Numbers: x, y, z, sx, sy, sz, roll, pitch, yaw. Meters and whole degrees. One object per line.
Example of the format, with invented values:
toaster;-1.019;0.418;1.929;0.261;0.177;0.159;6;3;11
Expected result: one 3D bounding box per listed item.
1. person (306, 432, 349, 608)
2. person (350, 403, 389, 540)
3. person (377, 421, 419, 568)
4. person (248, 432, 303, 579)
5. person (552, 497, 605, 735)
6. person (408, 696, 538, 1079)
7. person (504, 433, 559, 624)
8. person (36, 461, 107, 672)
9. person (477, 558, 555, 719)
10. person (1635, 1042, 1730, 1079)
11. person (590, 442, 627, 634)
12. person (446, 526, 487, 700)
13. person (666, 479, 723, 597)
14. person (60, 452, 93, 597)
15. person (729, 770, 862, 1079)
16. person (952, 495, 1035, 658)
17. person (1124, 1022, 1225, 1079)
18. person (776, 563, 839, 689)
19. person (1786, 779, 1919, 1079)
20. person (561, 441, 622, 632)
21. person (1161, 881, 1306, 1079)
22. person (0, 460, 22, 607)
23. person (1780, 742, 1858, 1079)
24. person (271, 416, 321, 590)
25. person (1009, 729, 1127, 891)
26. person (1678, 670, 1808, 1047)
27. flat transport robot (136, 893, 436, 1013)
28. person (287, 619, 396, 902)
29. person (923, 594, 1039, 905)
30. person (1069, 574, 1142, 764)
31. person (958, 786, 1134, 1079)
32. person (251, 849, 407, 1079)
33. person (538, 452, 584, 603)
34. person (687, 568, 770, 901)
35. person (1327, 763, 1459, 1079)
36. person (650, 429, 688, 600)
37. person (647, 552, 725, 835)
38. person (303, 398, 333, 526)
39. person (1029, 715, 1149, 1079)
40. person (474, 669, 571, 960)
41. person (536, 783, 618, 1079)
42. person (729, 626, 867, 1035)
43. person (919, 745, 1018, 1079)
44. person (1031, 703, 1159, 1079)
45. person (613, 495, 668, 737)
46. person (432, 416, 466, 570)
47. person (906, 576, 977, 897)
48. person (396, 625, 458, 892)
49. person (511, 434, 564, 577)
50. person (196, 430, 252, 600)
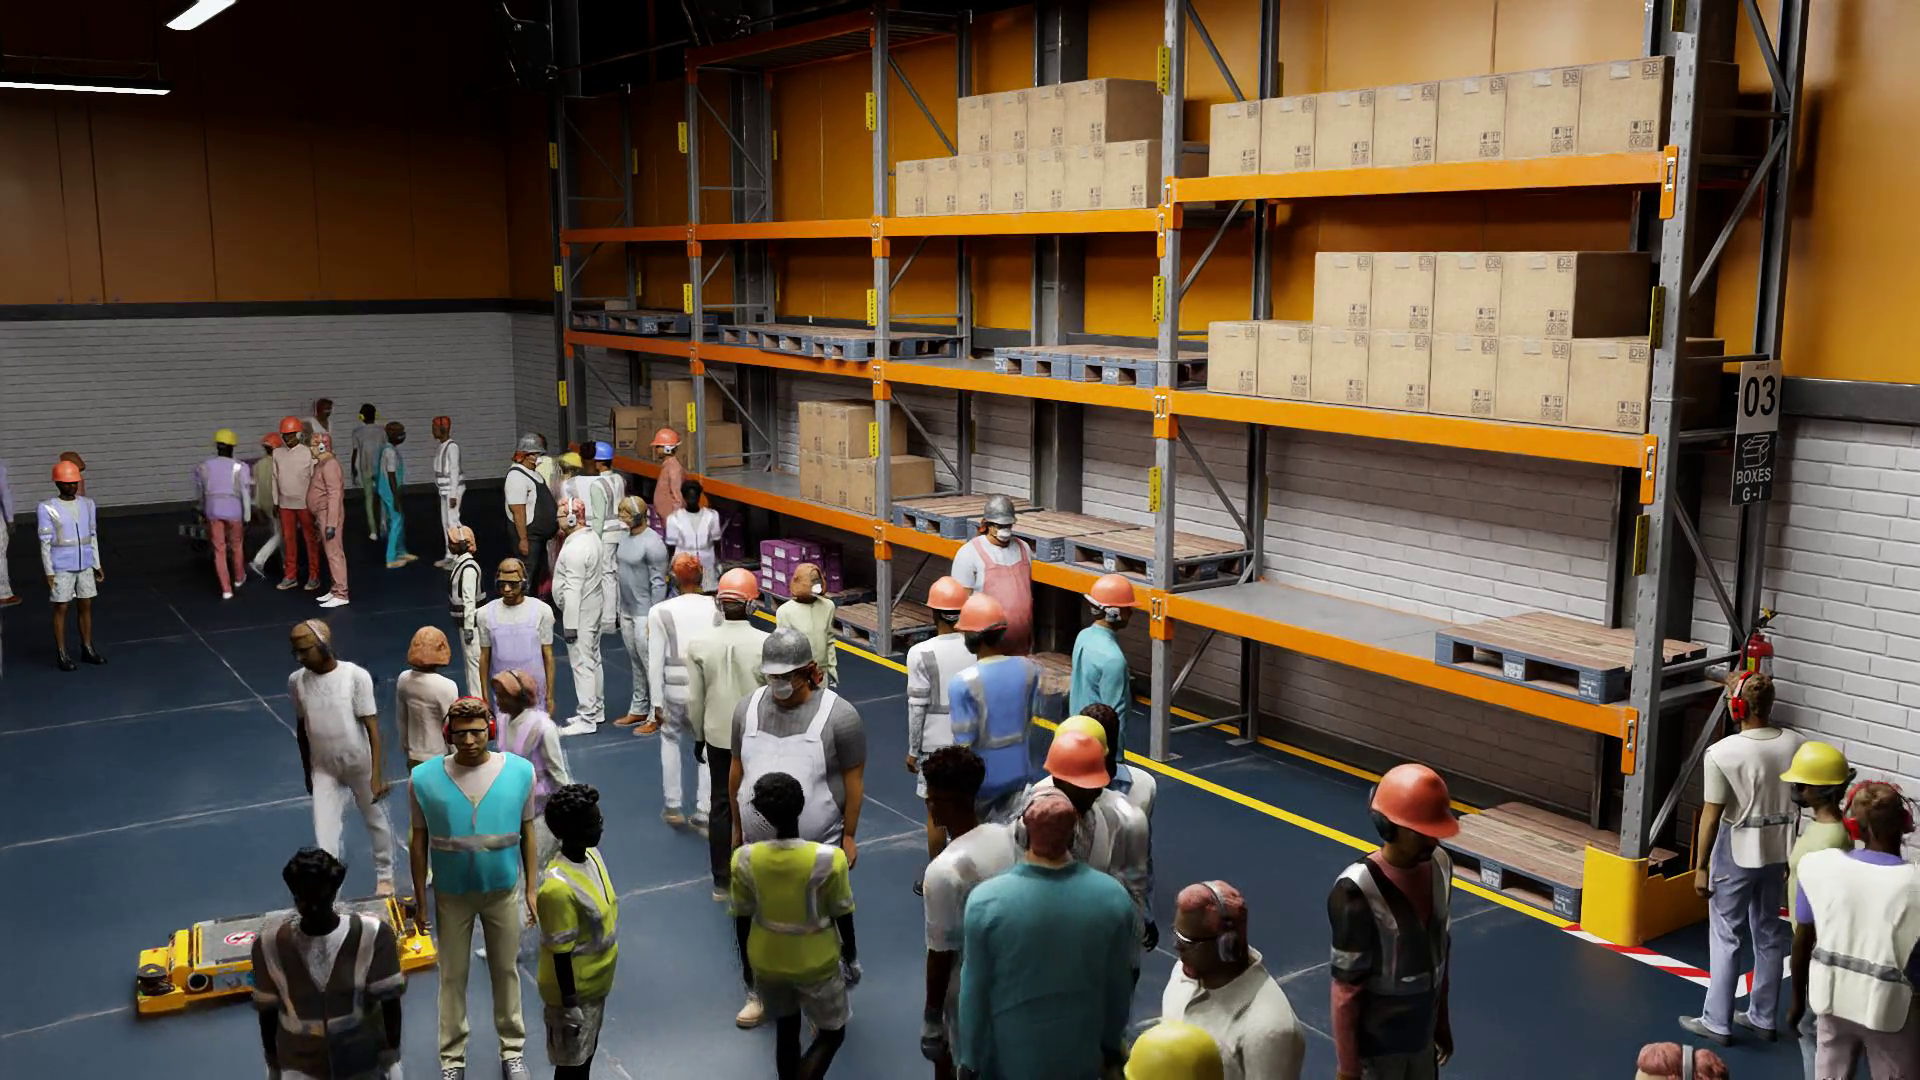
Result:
person;-6.901;-0.222;18.116;0.403;1.906;0.652;-4;11;-24
person;-7.910;-0.918;22.384;0.556;1.847;0.394;-5;11;-25
person;-6.916;-0.556;20.407;0.436;1.816;0.650;-4;10;-23
person;-8.189;-0.410;19.746;0.572;1.728;0.753;7;12;34
person;-3.058;0.601;13.314;0.399;1.900;0.643;0;10;0
person;-2.200;1.602;7.584;0.567;1.846;0.389;-4;10;-20
person;-4.345;-0.088;16.937;0.535;2.000;0.681;0;10;-1
person;-8.191;0.230;15.366;0.361;1.939;0.542;6;11;32
person;-2.942;1.015;11.079;0.501;1.839;0.340;-1;10;-5
person;1.780;2.163;4.162;0.397;1.899;0.644;5;11;26
person;-3.582;-0.025;16.839;0.395;1.946;0.608;2;10;12
person;-4.008;0.691;13.568;0.314;1.633;0.518;-4;10;-23
person;-2.566;0.241;16.038;0.547;1.681;0.389;-3;10;-19
person;-9.915;-0.179;18.660;0.285;1.633;0.499;-5;11;-27
person;-0.708;1.783;7.024;0.547;1.674;0.623;3;10;17
person;0.307;0.664;12.519;0.687;2.000;0.535;-6;11;-33
person;0.408;2.131;4.353;0.786;1.894;0.600;9;13;42
person;-1.086;0.969;11.912;0.505;1.636;0.279;-8;13;-40
person;3.500;1.843;6.296;0.388;1.817;0.737;-9;13;-42
person;-3.692;-0.020;16.757;0.609;1.963;0.367;-2;10;-13
person;0.794;1.982;5.221;0.398;1.899;0.654;-4;10;-20
person;-10.572;-0.225;18.038;0.630;1.940;0.372;-1;10;-4
person;3.651;1.724;7.135;0.343;1.761;0.528;6;11;32
person;-7.582;-0.418;19.000;0.611;1.996;0.378;2;10;9
person;0.453;1.702;6.769;0.546;1.931;0.380;-4;11;-24
person;3.787;1.539;7.992;0.560;1.836;0.394;-3;10;-16
flat transport robot;-3.579;2.172;8.855;1.431;0.197;0.652;-4;11;-24
person;-3.525;1.318;9.477;0.586;1.775;1.013;0;10;-1
person;0.172;1.280;9.123;0.620;1.986;1.118;-6;12;-33
person;0.845;1.176;9.696;0.409;1.987;0.607;-3;10;-15
person;0.304;1.828;6.129;0.669;1.888;0.435;-2;10;-14
person;-2.322;1.943;6.149;0.547;1.638;0.905;-3;10;-16
person;-4.211;-0.072;17.727;0.714;1.732;0.530;-6;11;-31
person;-1.289;1.153;9.801;0.611;1.989;0.391;1;10;8
person;1.586;1.780;6.011;0.611;2.031;0.404;-8;12;-38
person;-3.075;-0.190;17.660;0.378;1.996;0.611;-3;10;-15
person;-1.795;0.999;11.064;0.591;1.859;0.667;-4;10;-20
person;-9.030;-1.087;23.471;0.478;1.813;0.607;1;10;6
person;0.513;1.662;7.028;0.589;1.918;0.397;8;12;38
person;-2.377;1.481;9.078;0.527;1.580;0.881;8;13;41
person;-1.548;1.815;6.783;0.318;1.695;0.535;0;10;0
person;-0.827;1.415;8.115;0.688;2.000;0.536;2;10;14
person;0.111;1.750;6.515;0.971;1.927;0.616;4;11;23
person;0.575;1.628;7.220;0.599;1.917;0.375;-4;10;-21
person;-2.546;0.593;13.254;0.371;1.934;0.627;-7;12;-37
person;-6.240;-0.580;20.307;0.381;1.878;0.587;-6;11;-31
person;-0.071;1.174;9.828;0.545;1.938;0.359;-5;11;-25
person;-3.124;1.315;9.891;0.508;1.633;0.274;6;11;32
person;-4.682;-0.266;18.568;0.626;1.844;0.429;-2;10;-10
person;-8.232;-0.301;18.681;0.581;1.860;0.990;-3;10;-15
